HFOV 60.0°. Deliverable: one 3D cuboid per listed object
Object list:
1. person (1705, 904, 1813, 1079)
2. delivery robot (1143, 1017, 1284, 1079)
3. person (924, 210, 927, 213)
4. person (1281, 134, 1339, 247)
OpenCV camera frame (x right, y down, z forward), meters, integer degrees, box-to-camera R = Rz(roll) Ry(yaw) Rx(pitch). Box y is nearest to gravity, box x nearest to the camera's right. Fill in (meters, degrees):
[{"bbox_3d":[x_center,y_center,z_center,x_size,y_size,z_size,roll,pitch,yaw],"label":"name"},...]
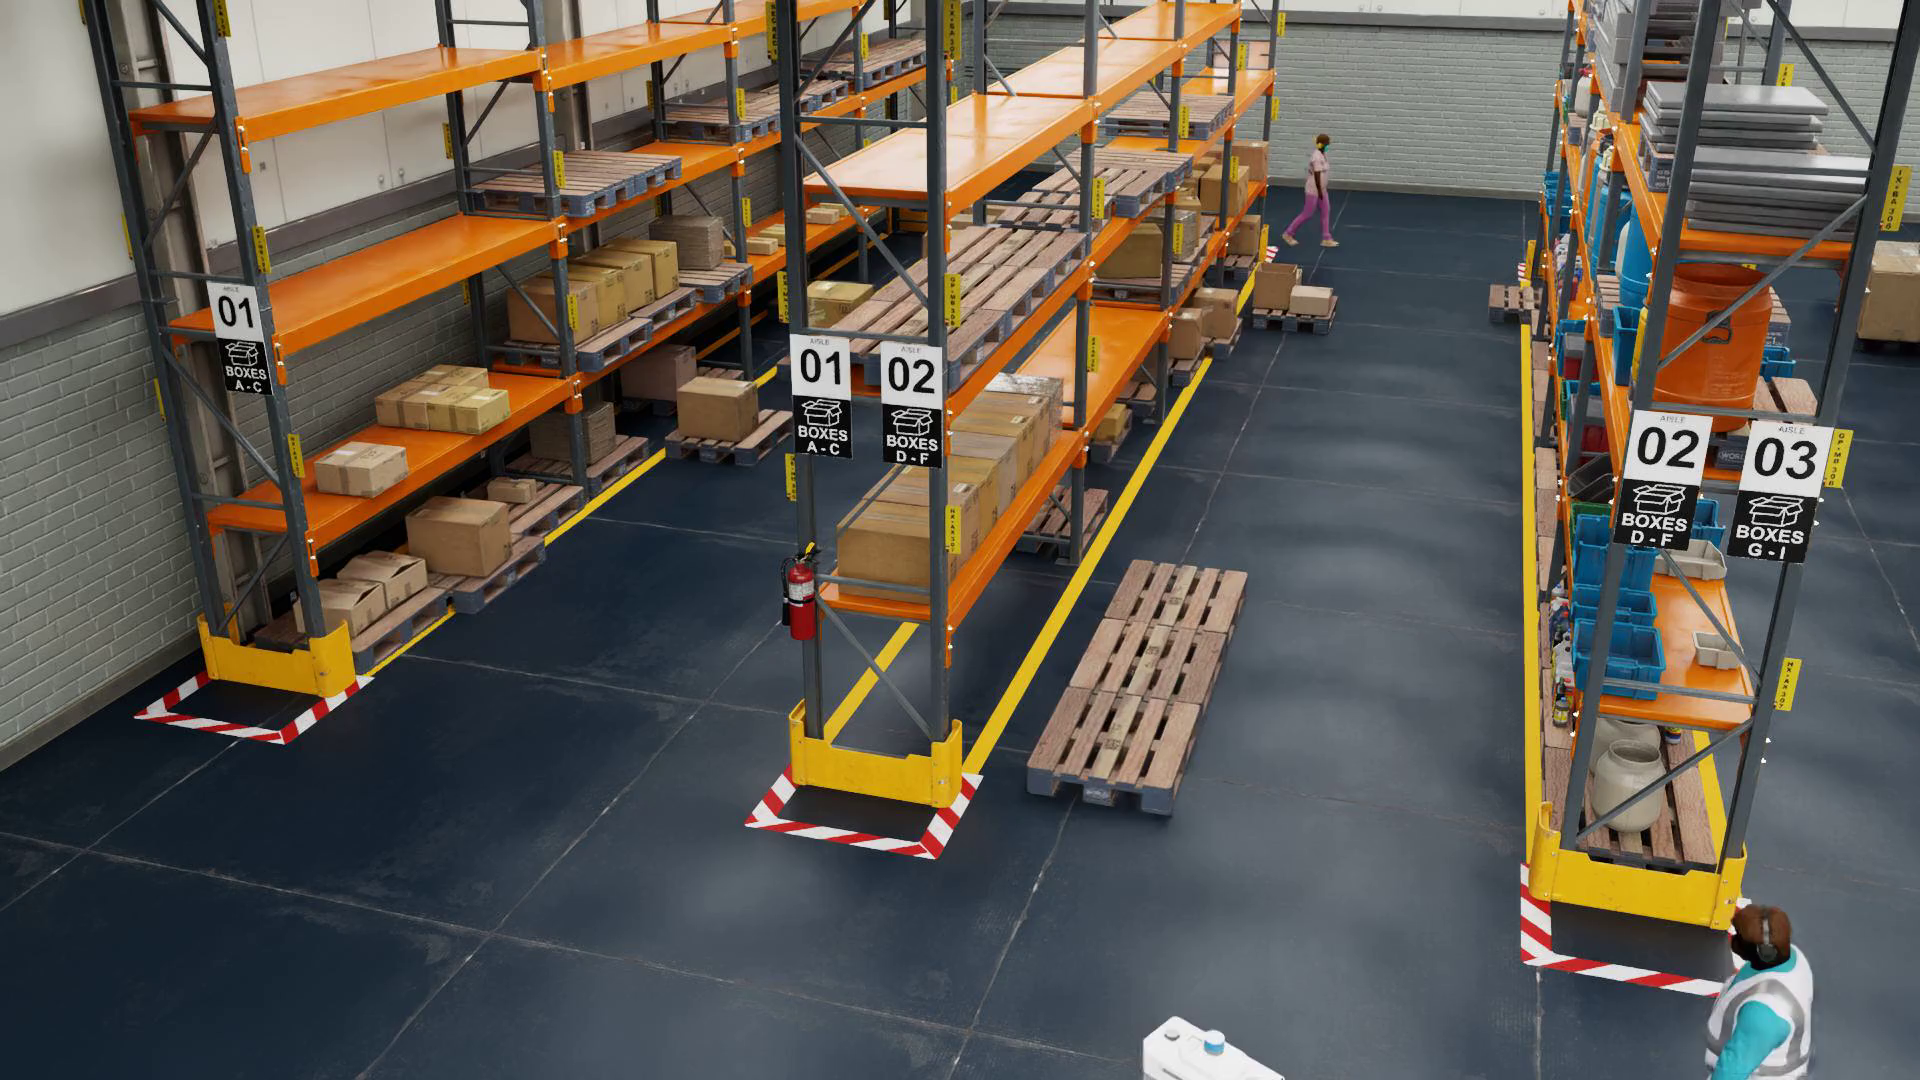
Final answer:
[{"bbox_3d":[3.615,2.461,7.575,1.005,1.788,0.648,12,26,25],"label":"person"},{"bbox_3d":[1.285,2.768,8.413,0.814,0.610,0.499,21,31,40],"label":"delivery robot"},{"bbox_3d":[-0.199,-6.137,27.664,0.898,1.643,0.479,6,24,13],"label":"person"},{"bbox_3d":[5.493,-5.442,25.897,0.830,1.763,0.512,11,26,24],"label":"person"}]
